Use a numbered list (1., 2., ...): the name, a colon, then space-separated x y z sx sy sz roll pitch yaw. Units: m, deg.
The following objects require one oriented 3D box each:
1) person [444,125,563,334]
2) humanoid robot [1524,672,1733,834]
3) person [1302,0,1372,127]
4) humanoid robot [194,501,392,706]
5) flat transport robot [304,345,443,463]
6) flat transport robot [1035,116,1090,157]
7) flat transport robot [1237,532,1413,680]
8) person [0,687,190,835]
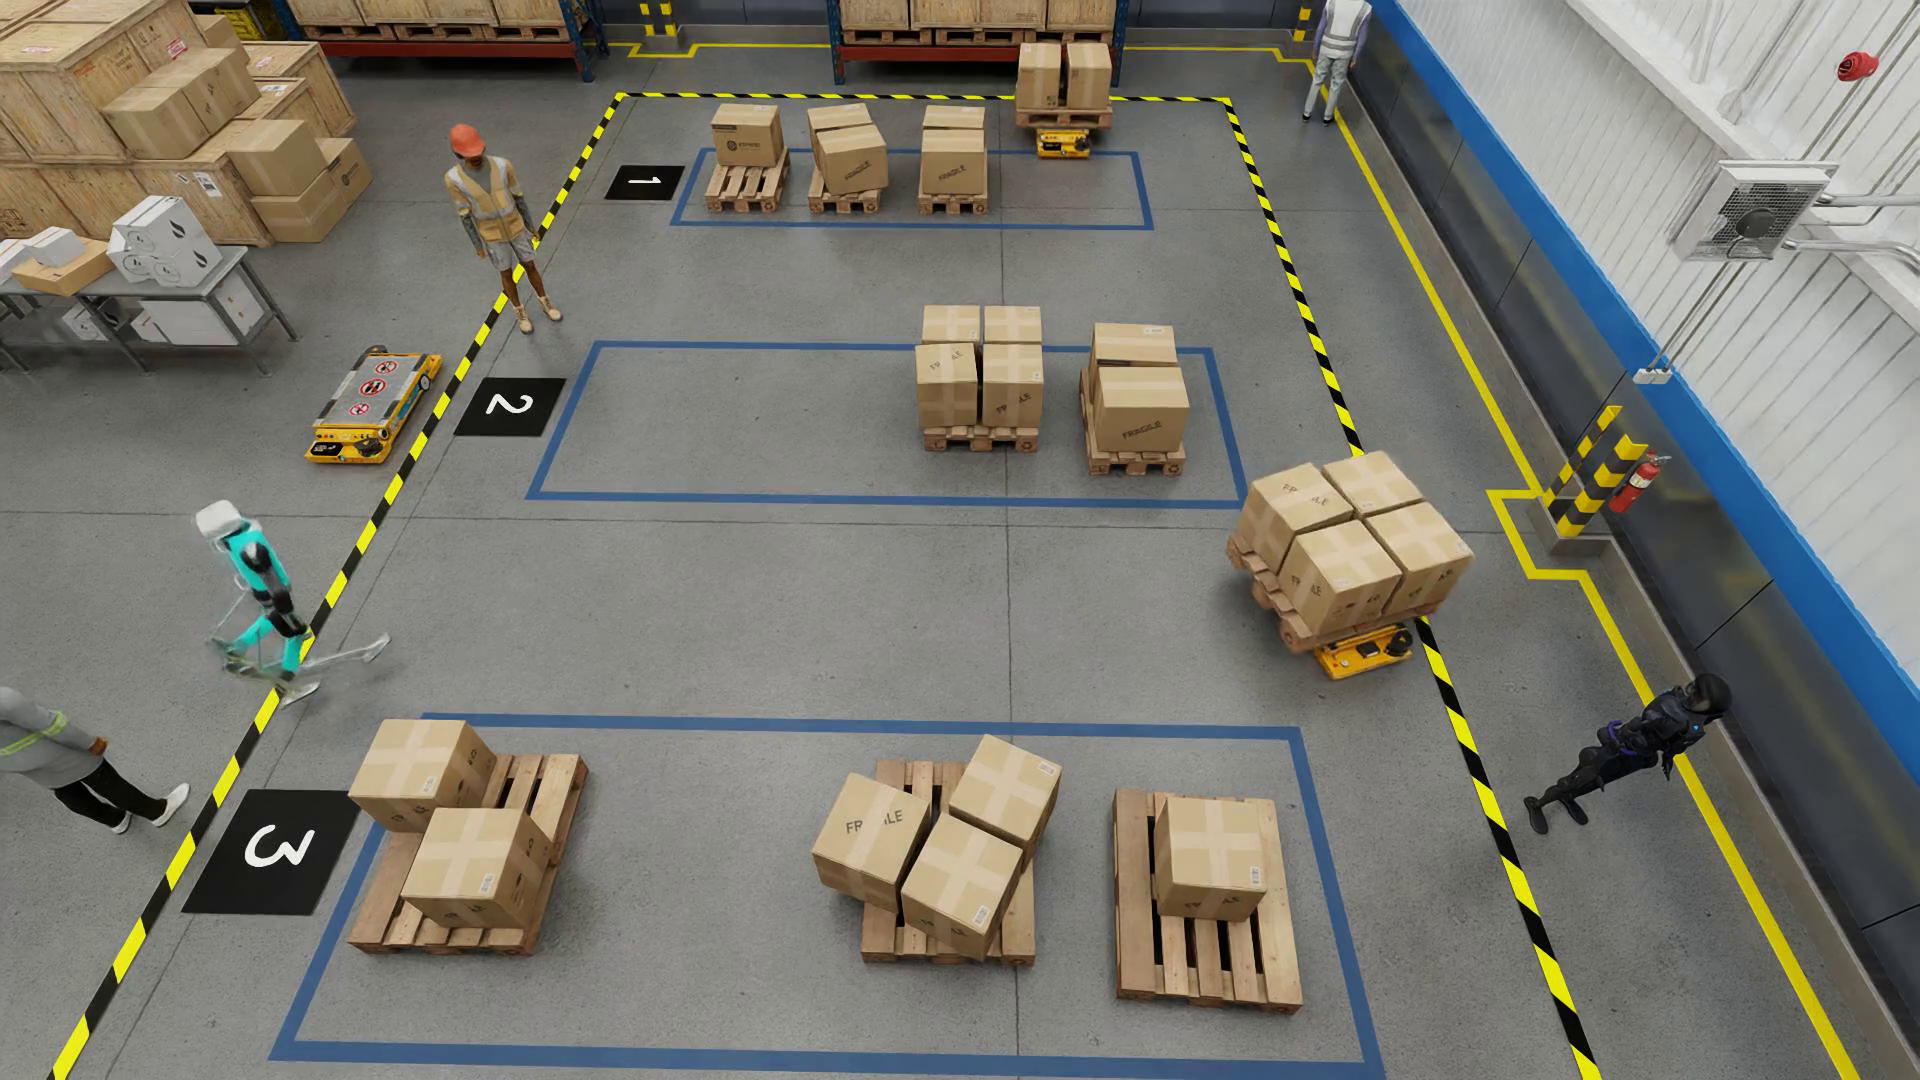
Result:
1. person: -4.318 -2.912 8.671 0.613 2.041 0.376 -31 56 -24
2. humanoid robot: 3.925 1.262 5.369 0.599 1.653 0.315 -7 50 -6
3. person: 4.767 -6.200 11.588 0.600 1.830 0.404 21 53 17
4. humanoid robot: -4.543 0.508 5.961 0.534 1.721 1.008 37 59 27
5. flat transport robot: -5.383 -1.269 8.441 0.659 0.231 1.431 1 50 1
6. flat transport robot: 1.318 -5.439 11.951 0.652 0.197 1.431 1 50 1
7. flat transport robot: 2.774 0.366 7.039 0.652 0.197 1.431 -14 51 -12
8. person: -5.342 1.185 5.327 0.587 1.853 0.392 -5 50 -4
